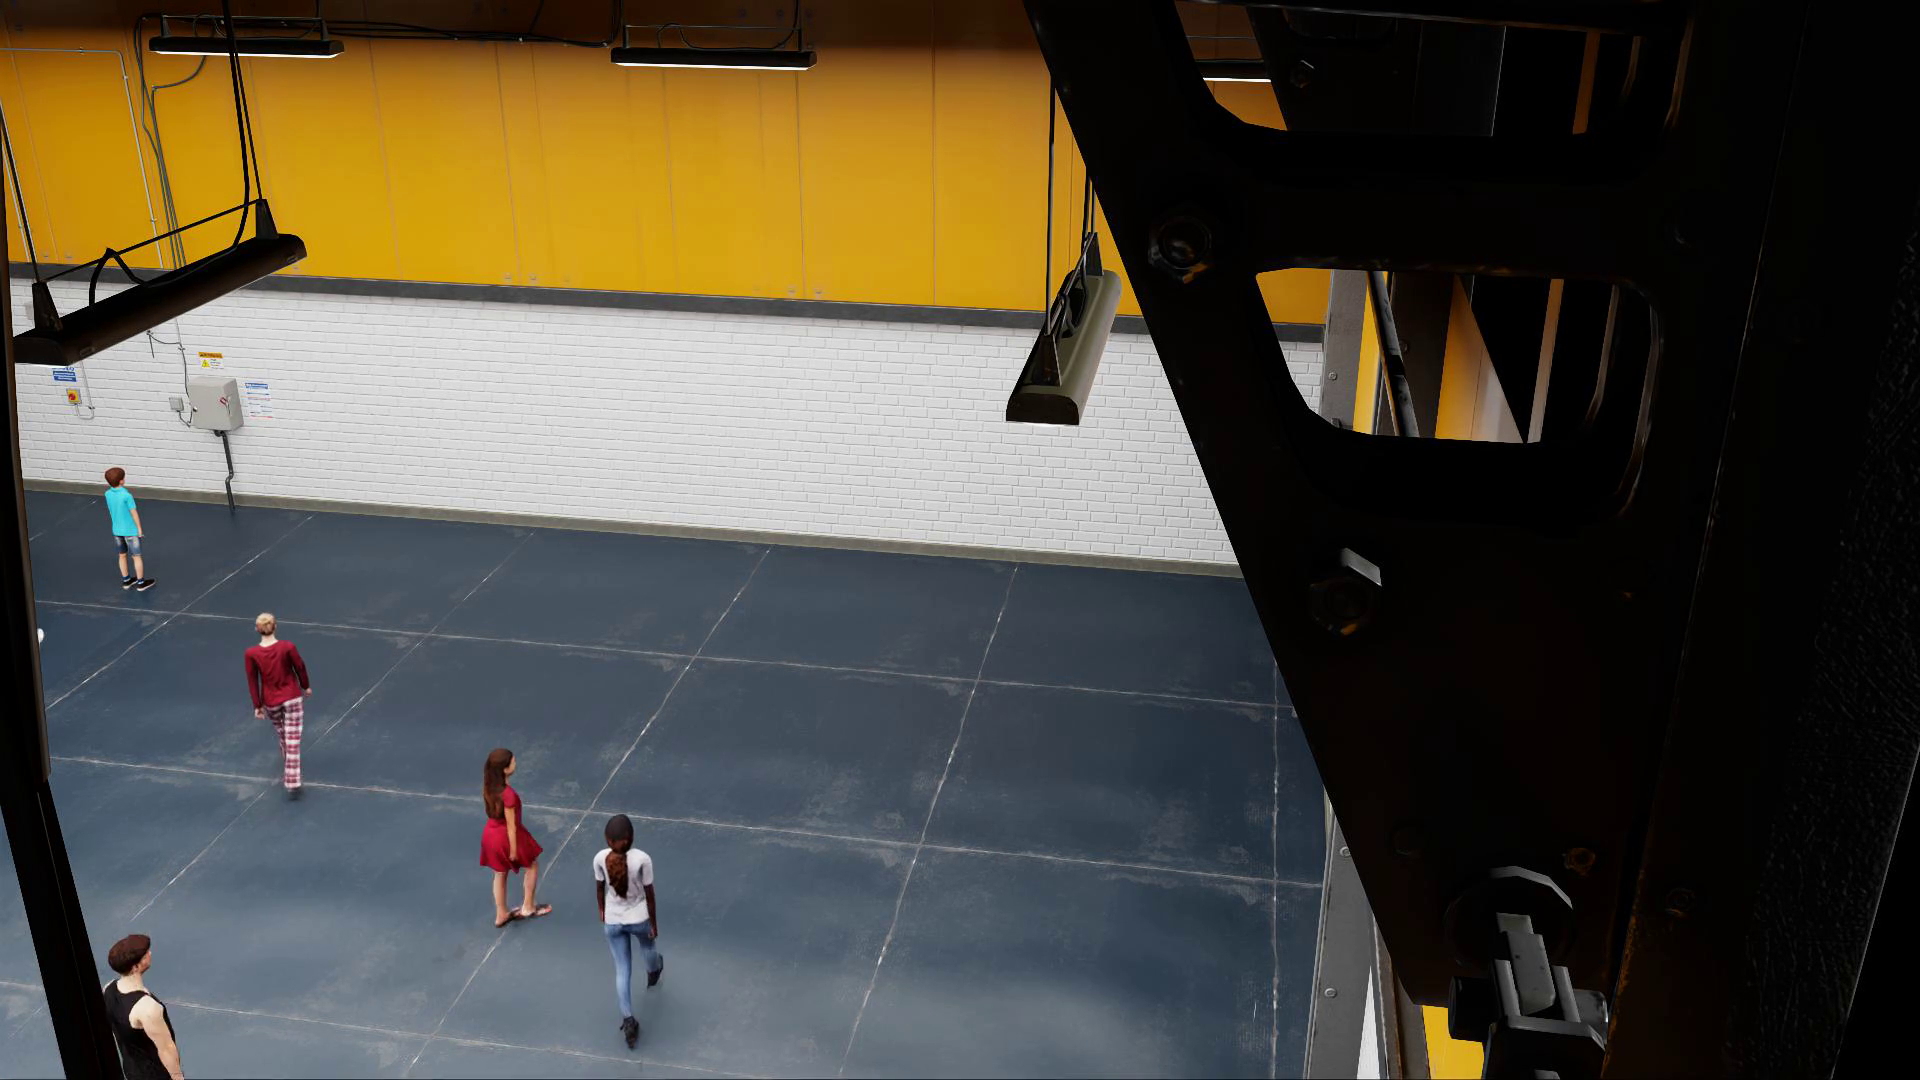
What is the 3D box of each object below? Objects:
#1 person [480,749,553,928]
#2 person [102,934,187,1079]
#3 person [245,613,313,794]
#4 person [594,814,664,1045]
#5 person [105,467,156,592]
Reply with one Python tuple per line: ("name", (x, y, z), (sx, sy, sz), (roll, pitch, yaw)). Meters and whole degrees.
("person", (-3.601, 2.343, 12.943), (0.689, 1.538, 0.765), (19, 30, 36))
("person", (-5.075, 3.315, 10.296), (0.885, 1.878, 0.982), (16, 28, 33))
("person", (-6.038, 1.461, 14.819), (0.894, 1.651, 1.174), (-5, 24, -11))
("person", (-2.359, 2.767, 11.786), (0.737, 1.688, 1.142), (0, 24, 0))
("person", (-9.411, -0.138, 18.732), (0.522, 1.448, 0.499), (6, 24, 13))
